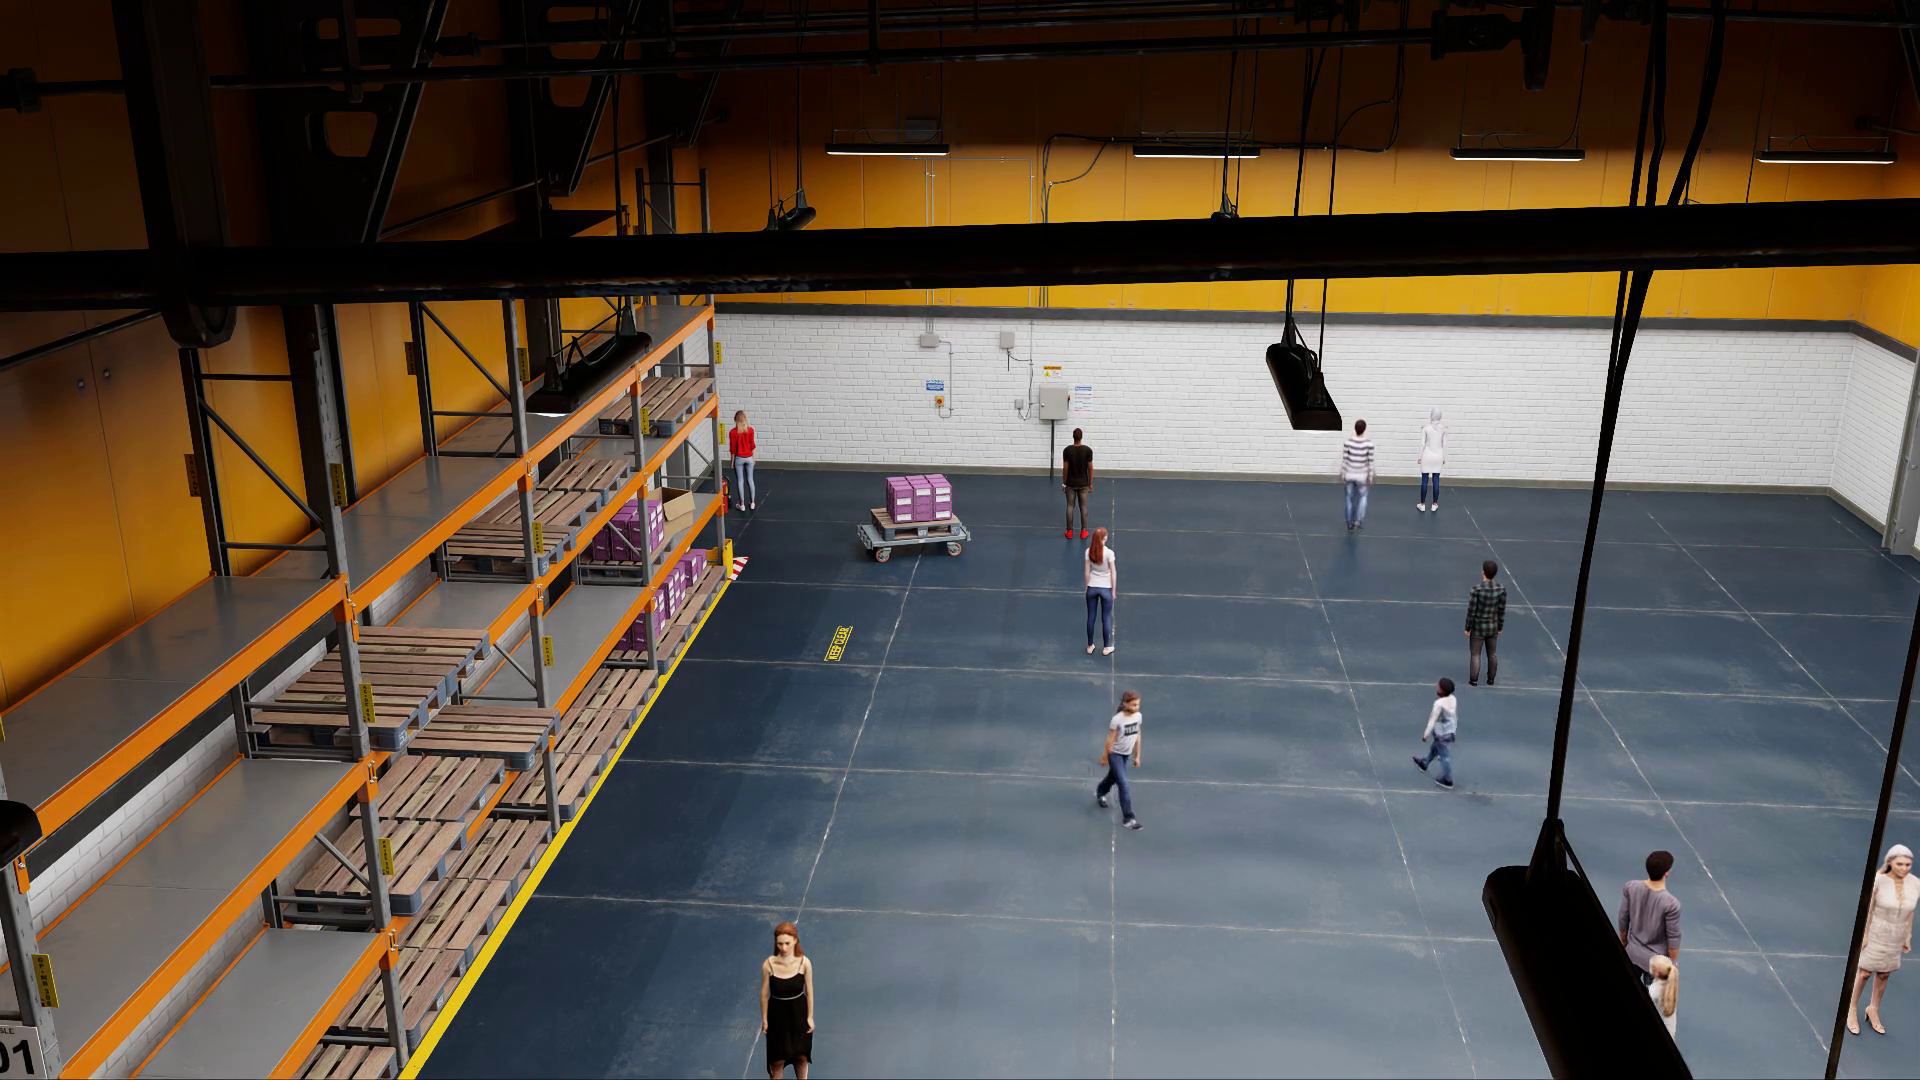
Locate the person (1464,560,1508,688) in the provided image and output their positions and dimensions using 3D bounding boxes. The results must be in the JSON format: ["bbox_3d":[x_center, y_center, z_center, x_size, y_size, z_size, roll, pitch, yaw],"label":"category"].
[{"bbox_3d":[6.627,1.069,20.964,0.719,1.715,0.590,-2,19,-6],"label":"person"}]

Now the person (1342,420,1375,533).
[{"bbox_3d":[6.347,-0.996,26.678,0.718,1.840,0.788,6,19,16],"label":"person"}]

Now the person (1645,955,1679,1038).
[{"bbox_3d":[5.561,3.871,13.127,0.624,1.264,0.672,-10,21,-26],"label":"person"}]

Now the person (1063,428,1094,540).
[{"bbox_3d":[1.865,-0.907,26.466,0.641,1.806,0.532,1,19,2],"label":"person"}]

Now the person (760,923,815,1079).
[{"bbox_3d":[-1.343,3.723,13.001,0.621,1.625,0.636,-3,19,-9],"label":"person"}]

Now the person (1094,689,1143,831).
[{"bbox_3d":[1.637,2.246,17.568,1.010,1.509,1.117,-12,22,-32],"label":"person"}]

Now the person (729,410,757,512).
[{"bbox_3d":[-3.647,-1.342,27.920,0.693,1.703,0.696,-10,21,-26],"label":"person"}]

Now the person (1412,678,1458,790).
[{"bbox_3d":[5.357,2.142,18.311,0.814,1.231,0.897,-13,23,-34],"label":"person"}]

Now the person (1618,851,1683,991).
[{"bbox_3d":[5.635,3.387,13.638,0.798,1.854,0.719,-13,23,-34],"label":"person"}]

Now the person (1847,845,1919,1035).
[{"bbox_3d":[7.742,3.342,13.956,0.606,1.736,0.559,0,19,1],"label":"person"}]

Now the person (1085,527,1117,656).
[{"bbox_3d":[1.832,0.667,21.896,0.621,1.739,0.606,7,20,20],"label":"person"}]

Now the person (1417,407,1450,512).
[{"bbox_3d":[7.909,-1.361,27.861,0.608,1.776,0.508,2,19,6],"label":"person"}]
